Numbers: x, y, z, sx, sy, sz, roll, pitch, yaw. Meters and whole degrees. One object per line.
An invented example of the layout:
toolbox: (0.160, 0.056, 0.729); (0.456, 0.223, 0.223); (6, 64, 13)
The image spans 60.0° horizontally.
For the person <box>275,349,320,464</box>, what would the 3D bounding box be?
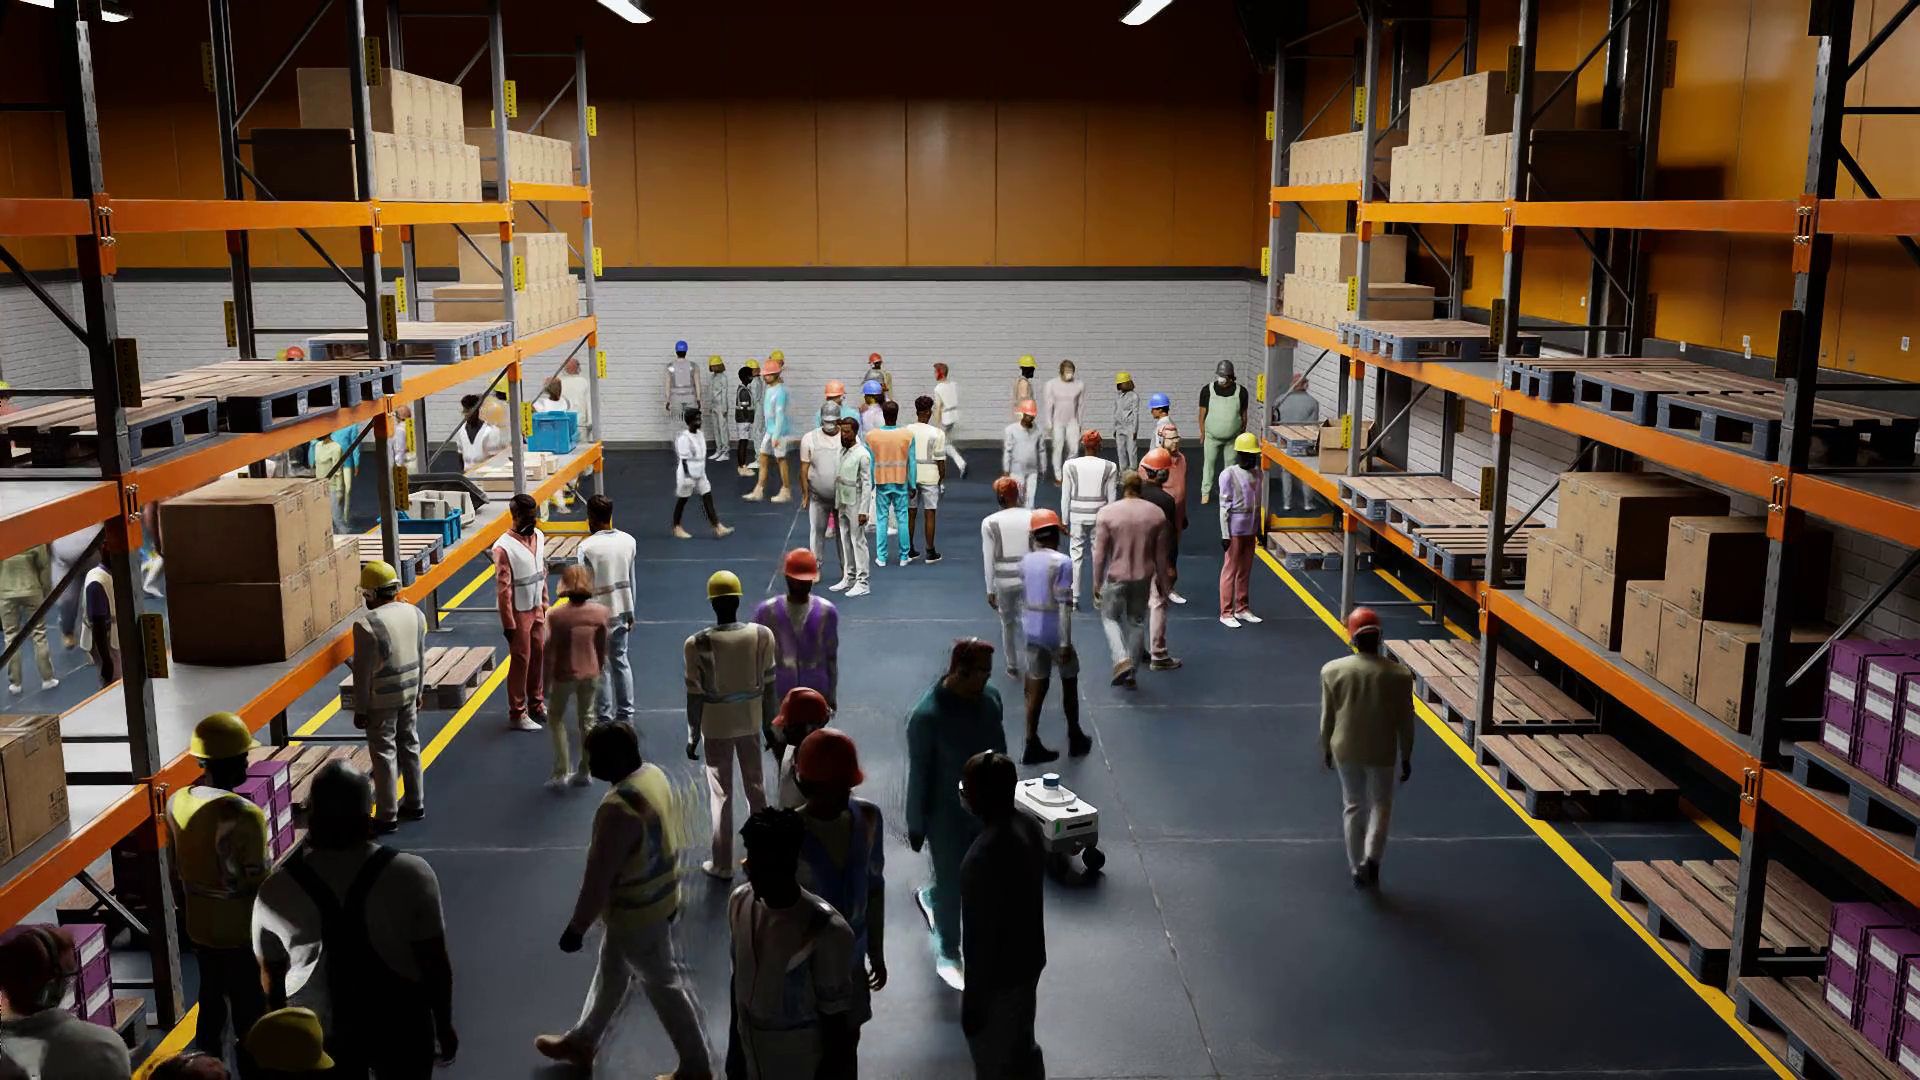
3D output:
person: (-10.581, -2.120, 26.650); (0.855, 1.889, 0.612); (4, 12, 18)

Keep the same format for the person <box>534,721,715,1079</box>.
person: (-1.567, 1.706, 7.719); (0.921, 1.788, 0.622); (0, 11, 1)

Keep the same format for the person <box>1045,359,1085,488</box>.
person: (1.550, -1.698, 24.475); (0.632, 1.915, 0.624); (-3, 12, -13)

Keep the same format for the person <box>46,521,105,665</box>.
person: (-7.962, 0.108, 15.090); (0.752, 2.000, 0.669); (-8, 14, -34)

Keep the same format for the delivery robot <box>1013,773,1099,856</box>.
delivery robot: (0.573, 1.720, 10.510); (0.477, 0.478, 0.707); (-6, 13, -27)

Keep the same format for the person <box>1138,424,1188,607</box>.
person: (2.141, -0.254, 17.244); (0.639, 1.909, 0.409); (-10, 15, -41)

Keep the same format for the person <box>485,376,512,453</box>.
person: (-6.249, -1.320, 22.706); (0.645, 1.868, 0.678); (-3, 12, -14)

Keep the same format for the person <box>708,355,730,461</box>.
person: (-3.971, -2.165, 27.266); (0.324, 1.737, 0.485); (-8, 14, -35)

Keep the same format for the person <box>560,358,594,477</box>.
person: (-5.838, -1.827, 25.249); (0.669, 1.850, 0.980); (0, 11, 2)

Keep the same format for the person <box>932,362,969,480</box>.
person: (-0.210, -1.757, 24.985); (0.651, 1.826, 0.590); (8, 14, 34)

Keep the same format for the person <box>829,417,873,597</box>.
person: (-1.149, -0.366, 17.768); (0.378, 1.919, 0.597); (-7, 13, -33)

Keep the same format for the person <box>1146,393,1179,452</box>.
person: (2.413, -0.796, 19.911); (0.420, 1.932, 0.620); (3, 12, 14)

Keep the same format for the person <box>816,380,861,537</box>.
person: (-1.534, -1.007, 20.835); (0.620, 1.989, 0.396); (4, 12, 18)

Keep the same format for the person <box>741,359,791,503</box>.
person: (-2.701, -1.494, 23.157); (0.777, 2.021, 0.641); (-6, 13, -28)

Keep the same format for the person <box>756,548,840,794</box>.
person: (-1.081, 0.976, 11.045); (0.574, 1.917, 0.583); (-1, 11, -7)

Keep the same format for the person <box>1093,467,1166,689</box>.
person: (1.458, 0.347, 14.202); (0.657, 1.919, 0.514); (-2, 11, -10)

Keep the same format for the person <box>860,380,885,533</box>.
person: (-1.089, -1.060, 21.181); (0.388, 1.947, 0.605); (4, 12, 21)

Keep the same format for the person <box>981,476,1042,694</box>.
person: (0.483, 0.373, 14.260); (0.599, 1.848, 0.892); (-1, 11, -4)

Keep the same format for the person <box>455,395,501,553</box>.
person: (-5.730, -0.763, 19.743); (0.619, 1.925, 0.798); (2, 12, 12)

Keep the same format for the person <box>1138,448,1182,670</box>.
person: (1.745, 0.166, 14.916); (0.382, 1.994, 0.613); (-8, 14, -33)

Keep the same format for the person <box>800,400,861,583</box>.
person: (-1.407, -0.532, 18.300); (0.686, 2.000, 0.535); (-2, 11, -9)

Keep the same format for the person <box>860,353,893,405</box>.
person: (-1.384, -2.221, 27.507); (0.577, 1.744, 0.339); (-8, 14, -34)

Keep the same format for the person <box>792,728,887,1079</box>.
person: (-0.544, 1.749, 6.902); (0.608, 2.032, 0.433); (-9, 14, -38)

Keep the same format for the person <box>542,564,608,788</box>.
person: (-2.744, 0.973, 11.797); (0.520, 1.618, 0.360); (-9, 14, -38)

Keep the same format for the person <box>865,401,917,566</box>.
person: (-0.792, -0.647, 19.184); (0.593, 1.920, 0.391); (0, 11, -2)

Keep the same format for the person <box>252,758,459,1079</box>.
person: (-2.344, 1.813, 6.542); (0.715, 2.000, 0.848); (-2, 12, -12)

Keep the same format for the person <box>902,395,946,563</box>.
person: (-0.438, -0.711, 19.423); (0.599, 1.958, 0.377); (4, 12, 20)

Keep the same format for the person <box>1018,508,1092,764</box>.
person: (0.712, 0.712, 12.478); (0.630, 1.874, 0.771); (11, 16, 43)

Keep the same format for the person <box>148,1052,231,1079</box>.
person: (-2.031, 2.283, 4.573); (0.544, 1.887, 0.667); (8, 14, 33)

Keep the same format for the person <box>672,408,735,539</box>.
person: (-3.235, -0.803, 20.599); (0.866, 1.652, 0.552); (5, 12, 24)

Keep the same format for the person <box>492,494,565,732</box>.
person: (-3.444, 0.568, 13.135); (0.415, 1.907, 0.592); (3, 12, 16)
